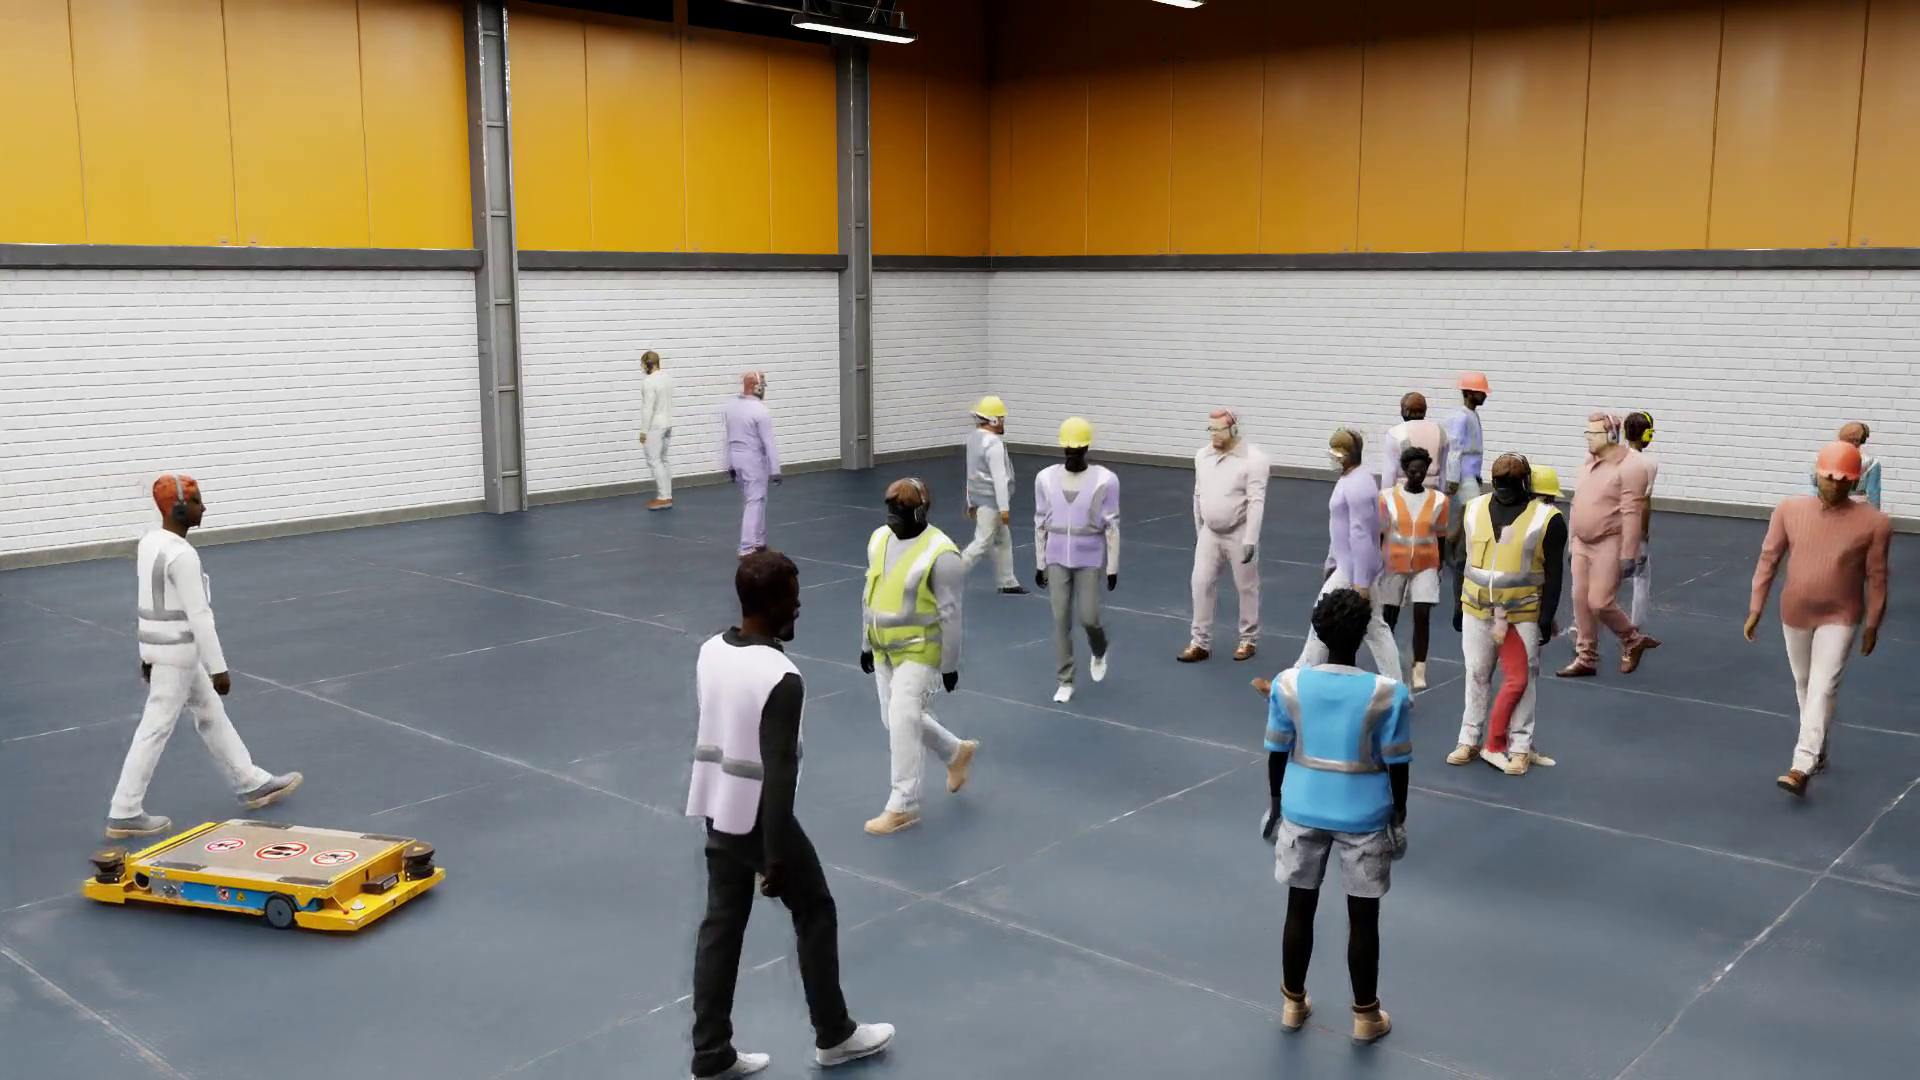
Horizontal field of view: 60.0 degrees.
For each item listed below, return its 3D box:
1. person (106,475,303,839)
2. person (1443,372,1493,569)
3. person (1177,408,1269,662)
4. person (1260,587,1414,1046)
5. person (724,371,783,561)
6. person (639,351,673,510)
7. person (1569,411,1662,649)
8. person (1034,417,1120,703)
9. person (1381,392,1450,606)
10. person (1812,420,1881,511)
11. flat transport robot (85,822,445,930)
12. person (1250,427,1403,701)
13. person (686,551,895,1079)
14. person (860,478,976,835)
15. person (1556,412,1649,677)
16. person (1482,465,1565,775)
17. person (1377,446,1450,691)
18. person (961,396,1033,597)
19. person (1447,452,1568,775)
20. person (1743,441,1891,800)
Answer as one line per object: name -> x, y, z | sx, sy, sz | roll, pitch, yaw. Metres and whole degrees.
person -> -3.933, 0.576, 8.510 | 1.007, 1.824, 0.593 | -7, 12, -39
person -> 4.868, -0.644, 15.880 | 0.396, 1.925, 0.546 | 4, 10, 25
person -> 1.918, -0.022, 12.117 | 0.681, 1.868, 0.804 | 8, 12, 41
person -> 1.384, 1.015, 6.146 | 0.573, 1.700, 0.317 | 4, 10, 25
person -> -1.982, -0.739, 16.581 | 0.664, 1.883, 0.668 | -8, 12, -41
person -> -3.629, -1.328, 20.186 | 0.522, 1.918, 0.765 | 2, 9, 14
person -> 4.926, -0.051, 12.438 | 0.880, 1.838, 0.528 | -5, 10, -28
person -> 0.790, 0.114, 11.173 | 0.587, 1.910, 0.576 | 3, 10, 19
person -> 3.873, -0.351, 14.289 | 0.633, 1.840, 0.429 | -3, 10, -19
person -> 7.421, -0.189, 13.942 | 0.369, 1.624, 0.534 | -8, 12, -43
flat transport robot -> -3.158, 1.501, 7.572 | 1.431, 0.197, 0.652 | 3, 9, 16
person -> 2.419, 0.205, 10.680 | 1.034, 1.867, 0.691 | 2, 9, 14
person -> -0.616, 0.967, 5.885 | 0.851, 1.889, 0.595 | -8, 12, -39
person -> -0.205, 0.564, 8.623 | 0.763, 1.816, 0.631 | -7, 12, -39
person -> 4.508, 0.048, 11.635 | 0.493, 1.888, 0.662 | -3, 10, -18
person -> 3.239, 0.447, 9.527 | 0.361, 1.757, 0.570 | 8, 12, 41
person -> 3.126, 0.160, 11.629 | 0.533, 1.674, 0.749 | 1, 9, 9
person -> 0.205, -0.356, 14.450 | 0.878, 1.804, 0.594 | -3, 9, -16
person -> 3.103, 0.413, 9.508 | 0.623, 1.839, 0.429 | 7, 11, 37
person -> 4.679, 0.422, 9.118 | 0.626, 1.925, 1.052 | 9, 13, 44
